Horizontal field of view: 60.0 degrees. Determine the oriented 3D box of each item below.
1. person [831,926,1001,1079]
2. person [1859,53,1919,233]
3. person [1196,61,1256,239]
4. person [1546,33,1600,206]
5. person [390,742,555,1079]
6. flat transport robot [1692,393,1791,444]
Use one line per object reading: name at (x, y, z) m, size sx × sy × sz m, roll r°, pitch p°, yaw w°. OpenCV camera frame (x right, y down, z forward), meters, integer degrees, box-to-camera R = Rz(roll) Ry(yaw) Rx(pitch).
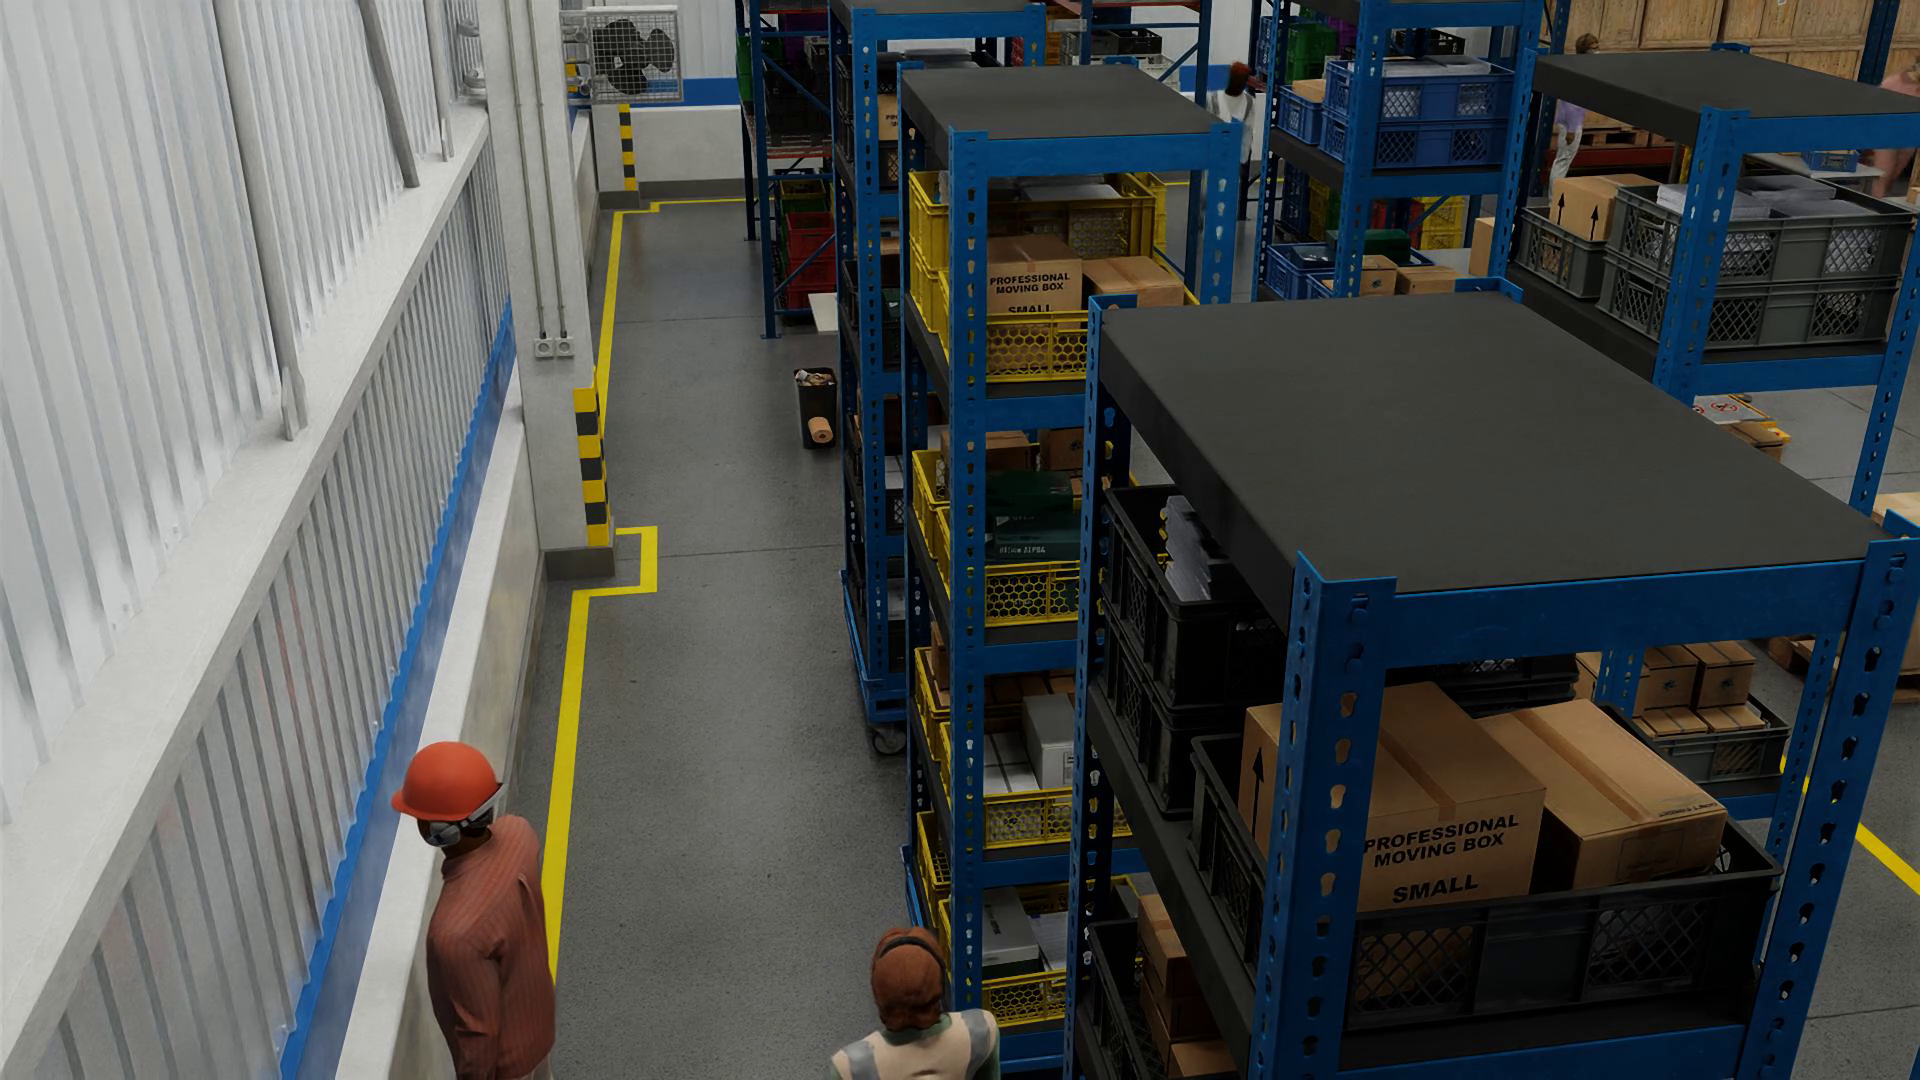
person at (-0.118, 1.809, 4.709) m, size 0.512 × 1.638 × 0.312 m, roll -10°, pitch 27°, yaw -21°
person at (9.846, -4.132, 17.354) m, size 0.680 × 1.860 × 0.894 m, roll 1°, pitch 25°, yaw 2°
person at (2.657, -3.911, 16.886) m, size 0.612 × 1.852 × 0.529 m, roll -5°, pitch 25°, yaw -10°
person at (6.671, -4.524, 18.119) m, size 0.355 × 1.938 × 0.637 m, roll 10°, pitch 26°, yaw 20°
person at (-1.402, 1.479, 5.003) m, size 0.396 × 1.992 × 0.622 m, roll 1°, pitch 25°, yaw 2°
flat transport robot at (5.224, -0.859, 12.132) m, size 1.431 × 0.197 × 0.652 m, roll -4°, pitch 25°, yaw -8°
